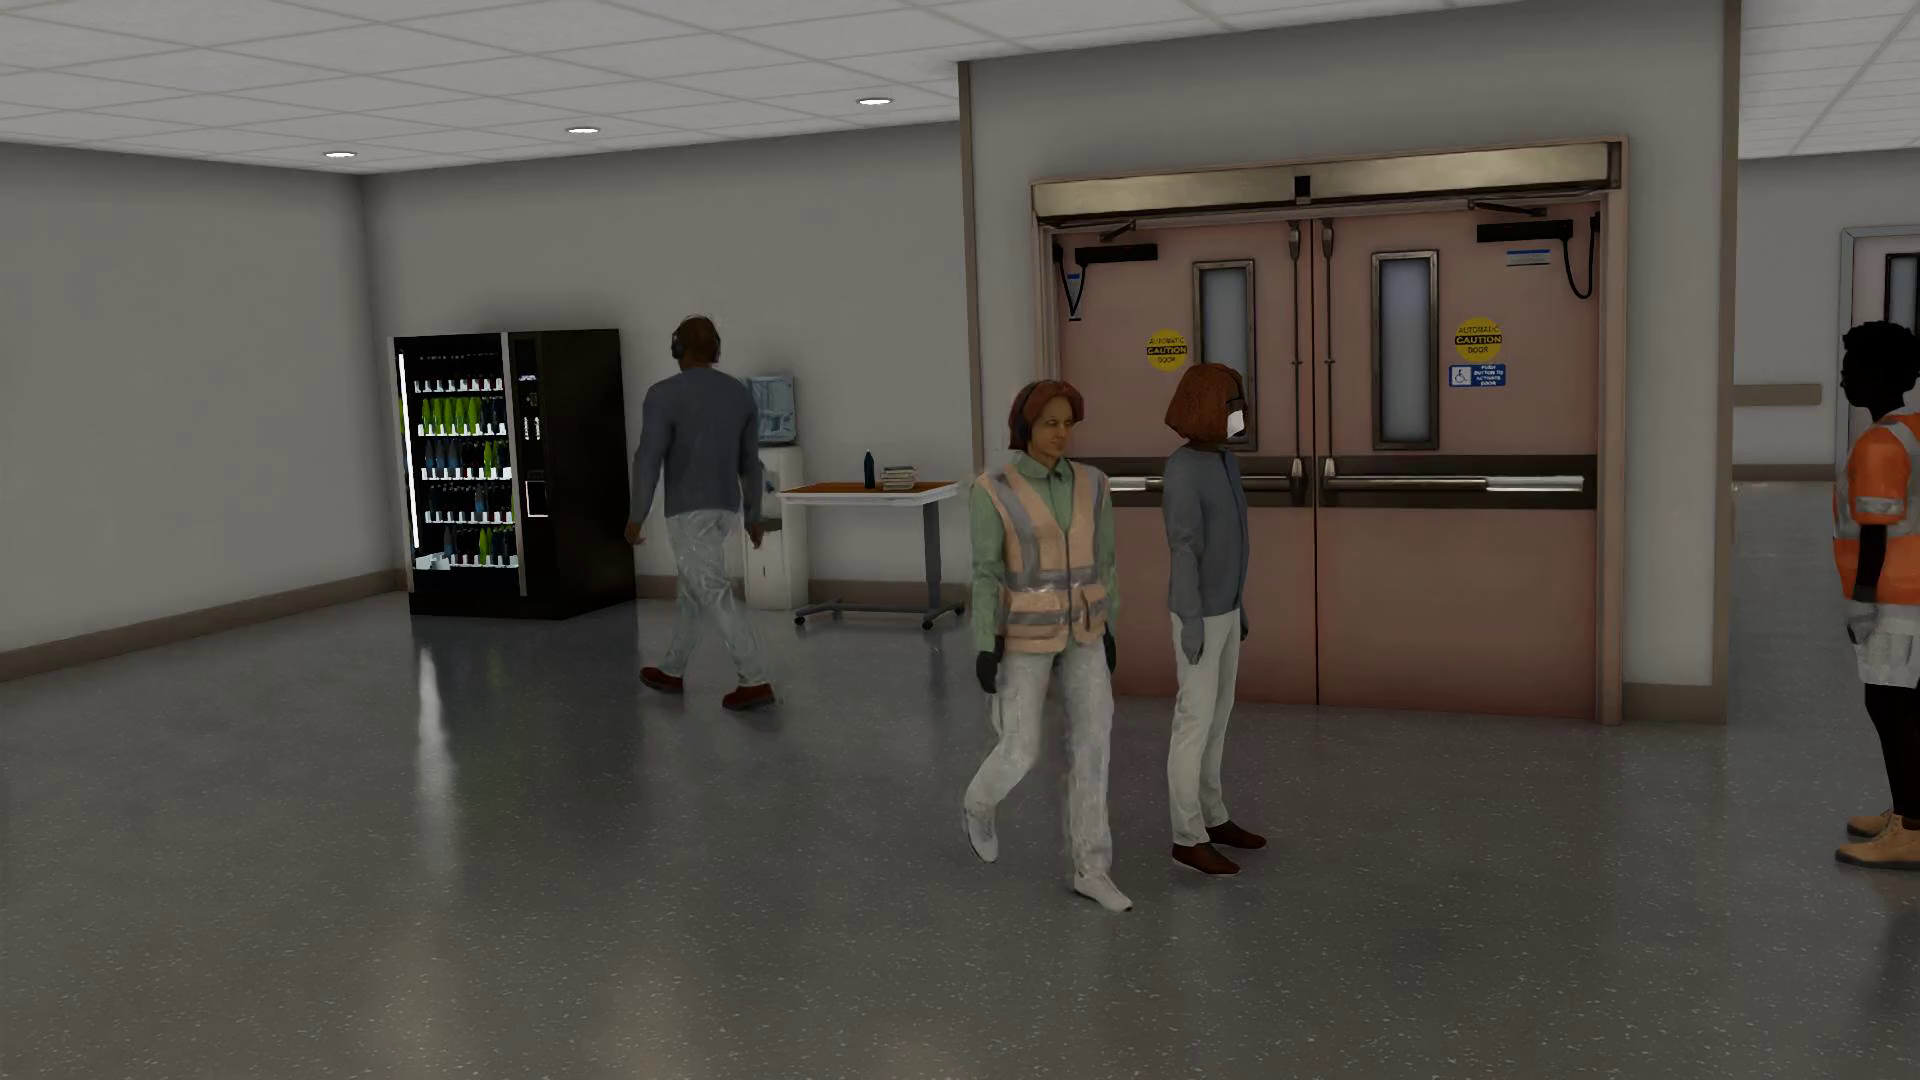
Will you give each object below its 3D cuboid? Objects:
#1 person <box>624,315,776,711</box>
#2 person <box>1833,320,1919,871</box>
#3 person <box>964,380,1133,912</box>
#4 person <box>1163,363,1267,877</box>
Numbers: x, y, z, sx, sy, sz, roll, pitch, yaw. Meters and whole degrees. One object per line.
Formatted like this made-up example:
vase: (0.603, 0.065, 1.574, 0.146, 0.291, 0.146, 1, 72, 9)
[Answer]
person: (-1.258, -0.135, 8.018, 1.007, 1.884, 0.637, 3, 9, 35)
person: (2.893, 0.164, 5.179, 0.321, 1.688, 0.535, 3, 9, 37)
person: (0.242, 0.310, 5.158, 0.521, 1.616, 0.616, -6, 8, -28)
person: (0.815, 0.246, 5.387, 0.275, 1.632, 0.507, 1, 8, 27)
